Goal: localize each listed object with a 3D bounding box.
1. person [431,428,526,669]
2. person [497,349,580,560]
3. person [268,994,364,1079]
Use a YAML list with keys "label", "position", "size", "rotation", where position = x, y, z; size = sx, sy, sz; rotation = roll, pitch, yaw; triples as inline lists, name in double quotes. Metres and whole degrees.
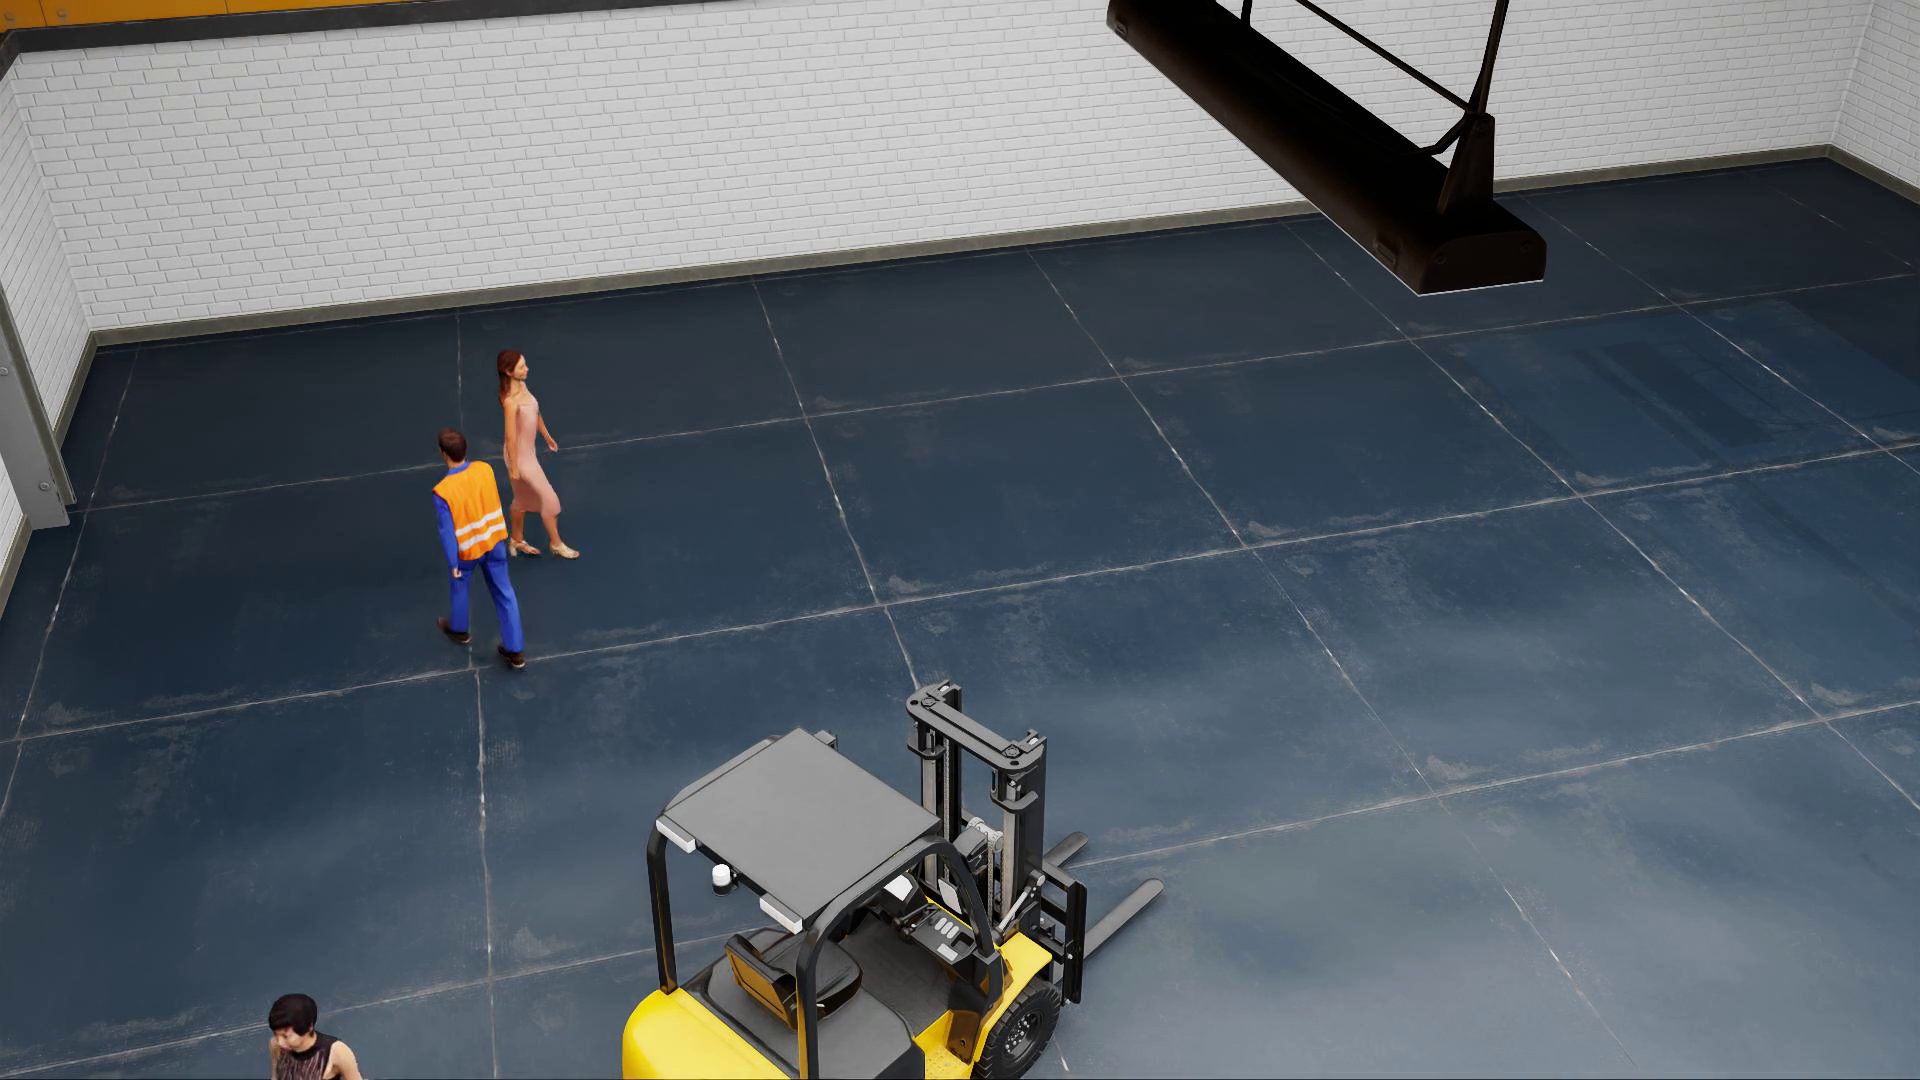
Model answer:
- label: "person"
  position: [-3.290, 0.096, 11.533]
  size: [1.175, 1.830, 1.033]
  rotation: [27, 42, 35]
- label: "person"
  position: [-3.413, -0.620, 12.625]
  size: [0.731, 1.811, 0.746]
  rotation: [-4, 34, -6]
- label: "person"
  position: [-2.943, 2.668, 7.904]
  size: [0.942, 1.563, 1.094]
  rotation: [9, 35, 14]
